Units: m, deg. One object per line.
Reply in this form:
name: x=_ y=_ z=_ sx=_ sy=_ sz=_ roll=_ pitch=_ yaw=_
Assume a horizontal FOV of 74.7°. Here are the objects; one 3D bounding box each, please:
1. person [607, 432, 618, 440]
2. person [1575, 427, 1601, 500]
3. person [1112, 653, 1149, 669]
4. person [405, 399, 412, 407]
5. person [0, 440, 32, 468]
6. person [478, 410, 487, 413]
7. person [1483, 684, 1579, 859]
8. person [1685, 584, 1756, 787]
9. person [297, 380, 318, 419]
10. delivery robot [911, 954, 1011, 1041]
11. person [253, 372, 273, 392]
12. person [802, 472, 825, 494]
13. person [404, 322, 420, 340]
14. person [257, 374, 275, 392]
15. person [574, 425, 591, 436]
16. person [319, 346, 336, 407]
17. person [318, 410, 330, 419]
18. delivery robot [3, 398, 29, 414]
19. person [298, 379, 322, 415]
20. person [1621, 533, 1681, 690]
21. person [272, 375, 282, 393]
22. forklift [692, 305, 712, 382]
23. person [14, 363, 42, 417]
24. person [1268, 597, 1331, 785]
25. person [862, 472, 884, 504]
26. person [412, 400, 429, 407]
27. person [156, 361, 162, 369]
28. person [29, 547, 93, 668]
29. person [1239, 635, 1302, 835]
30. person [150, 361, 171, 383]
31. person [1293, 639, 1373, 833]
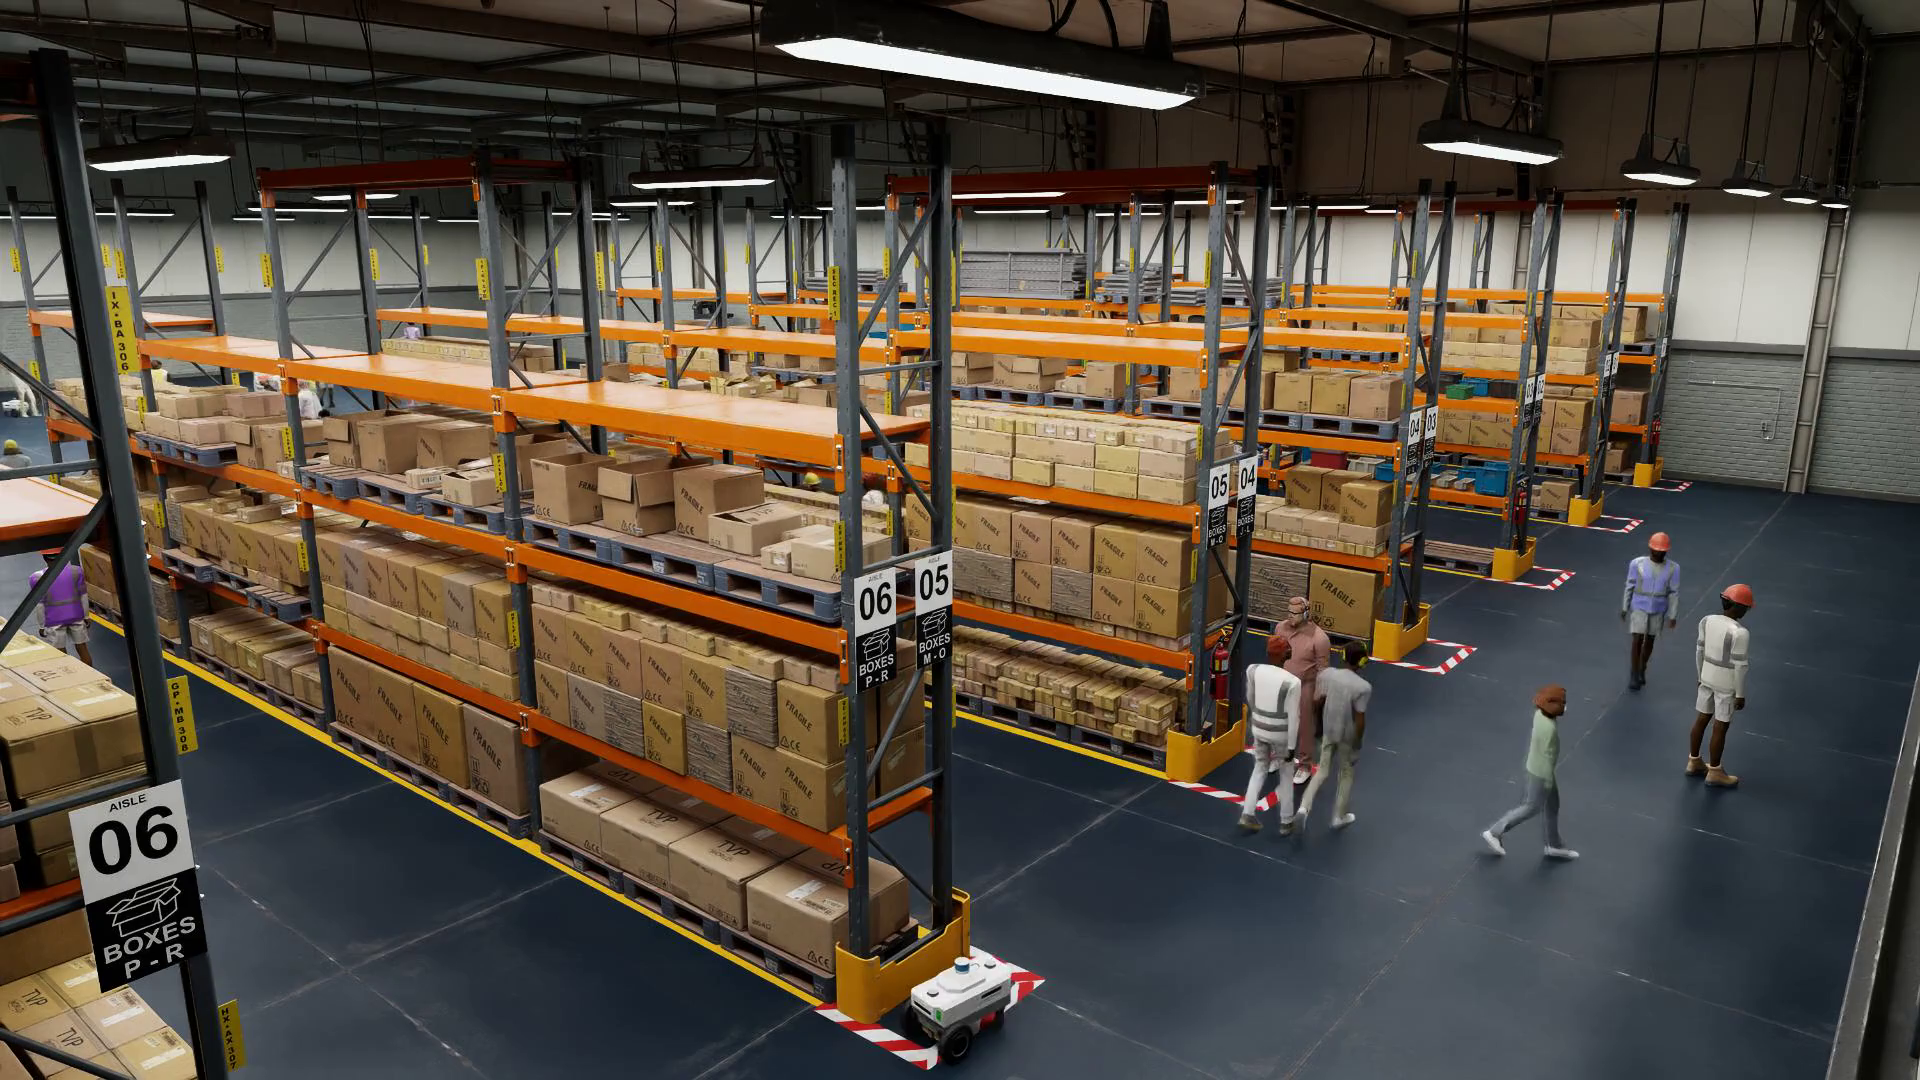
person: x=-8.860 y=-3.441 z=32.840 sx=1.011 sy=1.875 sz=0.743 roll=-2 pitch=14 yaw=-7
person: x=12.568 y=-1.659 z=25.295 sx=0.611 sy=1.996 sz=0.387 roll=-10 pitch=17 yaw=-35
person: x=2.151 y=0.795 z=15.392 sx=0.754 sy=1.906 sz=0.657 roll=13 pitch=19 yaw=43
person: x=-17.338 y=-5.041 z=39.765 sx=0.647 sy=1.724 sz=0.540 roll=3 pitch=14 yaw=13
person: x=-17.361 y=-1.005 z=23.233 sx=0.493 sy=1.697 sz=0.904 roll=-9 pitch=16 yaw=-34
person: x=-11.981 y=-3.115 z=31.666 sx=0.992 sy=1.821 sz=0.508 roll=-1 pitch=14 yaw=-5
person: x=5.050 y=2.015 z=10.999 sx=0.776 sy=1.606 sz=0.513 roll=5 pitch=15 yaw=20
person: x=7.593 y=1.425 z=12.532 sx=0.392 sy=2.033 sz=0.605 roll=-2 pitch=14 yaw=-9
person: x=-16.310 y=-3.034 z=31.246 sx=1.024 sy=1.845 sz=0.651 roll=-3 pitch=14 yaw=-12
delivery robot: x=0.017 y=3.097 z=8.626 sx=0.707 sy=0.478 sz=0.477 roll=-11 pitch=18 yaw=-39
person: x=-20.022 y=-4.280 z=36.207 sx=0.615 sy=1.938 sz=0.462 roll=3 pitch=14 yaw=13
person: x=-2.272 y=-0.148 z=19.448 sx=0.432 sy=1.813 sz=0.614 roll=8 pitch=16 yaw=29
person: x=-22.280 y=-8.010 z=51.318 sx=0.605 sy=2.045 sz=0.381 roll=-3 pitch=14 yaw=-13
person: x=-17.533 y=-3.227 z=31.850 sx=0.915 sy=1.943 sz=0.629 roll=-8 pitch=16 yaw=-31
person: x=-8.259 y=-2.296 z=28.132 sx=0.617 sy=1.892 sz=0.649 roll=-9 pitch=16 yaw=-32
person: x=-20.032 y=-5.130 z=39.715 sx=0.547 sy=1.926 sz=0.606 roll=0 pitch=14 yaw=-2
person: x=-13.015 y=-1.769 z=26.036 sx=1.050 sy=1.861 sz=0.610 roll=-4 pitch=14 yaw=-17
delivery robot: x=-28.529 y=-4.052 z=38.035 sx=0.707 sy=0.478 sz=0.477 roll=5 pitch=14 yaw=18
person: x=-18.308 y=-4.071 z=35.630 sx=0.837 sy=1.798 sz=0.639 roll=1 pitch=14 yaw=4
person: x=8.283 y=0.865 z=15.083 sx=0.579 sy=1.908 sz=0.809 roll=5 pitch=15 yaw=20
person: x=-18.559 y=-3.920 z=34.698 sx=0.609 sy=1.943 sz=0.402 roll=-3 pitch=14 yaw=-13
forklift: x=-9.511 y=-7.392 z=47.124 sx=1.873 sy=2.768 sz=1.129 roll=11 pitch=17 yaw=38
person: x=-27.928 y=-4.471 z=37.663 sx=0.694 sy=1.609 sz=0.501 roll=4 pitch=14 yaw=16
person: x=3.330 y=1.484 z=12.553 sx=0.401 sy=1.906 sz=0.651 roll=-11 pitch=18 yaw=-38
person: x=-1.241 y=-0.127 z=19.333 sx=0.900 sy=1.851 sz=0.591 roll=7 pitch=15 yaw=27
person: x=-14.644 y=-3.733 z=34.154 sx=0.652 sy=1.851 sz=1.013 roll=10 pitch=17 yaw=35
person: x=-24.153 y=-4.581 z=38.036 sx=0.542 sy=1.641 sz=0.908 roll=-13 pitch=19 yaw=-42
person: x=-10.553 y=0.918 z=14.815 sx=0.357 sy=1.938 sz=0.545 roll=11 pitch=17 yaw=37
person: x=2.830 y=1.767 z=11.483 sx=0.589 sy=1.861 sz=0.637 roll=13 pitch=19 yaw=42
person: x=-23.094 y=-4.250 z=36.324 sx=0.650 sy=1.819 sz=0.437 roll=-12 pitch=18 yaw=-40
person: x=3.384 y=1.800 z=11.410 sx=0.771 sy=1.838 sz=0.575 roll=-13 pitch=19 yaw=-43
